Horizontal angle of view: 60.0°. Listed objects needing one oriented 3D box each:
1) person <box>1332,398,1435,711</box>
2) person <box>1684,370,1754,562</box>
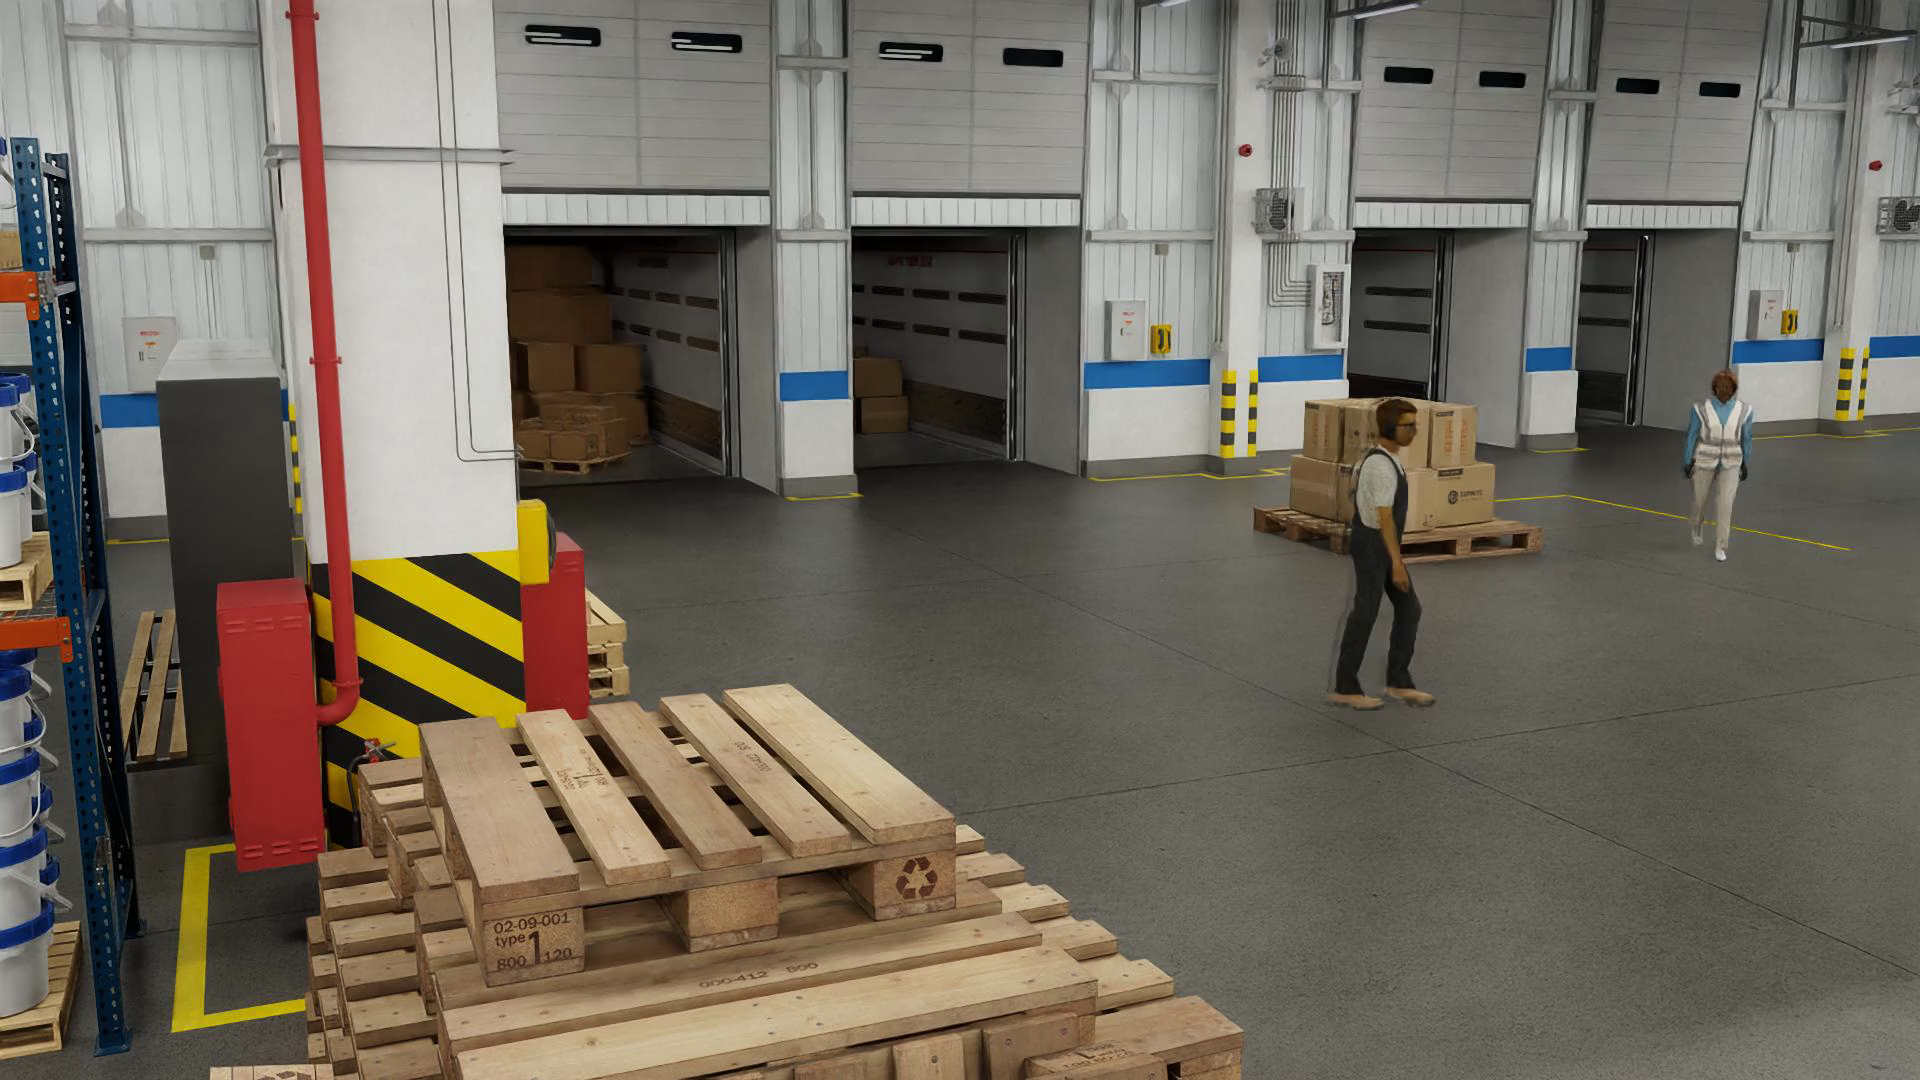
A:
[{"bbox_3d":[2.493,0.107,9.513,0.717,1.819,0.505,4,11,21],"label":"person"},{"bbox_3d":[6.517,-0.661,14.329,0.525,1.617,0.705,3,11,18],"label":"person"}]
